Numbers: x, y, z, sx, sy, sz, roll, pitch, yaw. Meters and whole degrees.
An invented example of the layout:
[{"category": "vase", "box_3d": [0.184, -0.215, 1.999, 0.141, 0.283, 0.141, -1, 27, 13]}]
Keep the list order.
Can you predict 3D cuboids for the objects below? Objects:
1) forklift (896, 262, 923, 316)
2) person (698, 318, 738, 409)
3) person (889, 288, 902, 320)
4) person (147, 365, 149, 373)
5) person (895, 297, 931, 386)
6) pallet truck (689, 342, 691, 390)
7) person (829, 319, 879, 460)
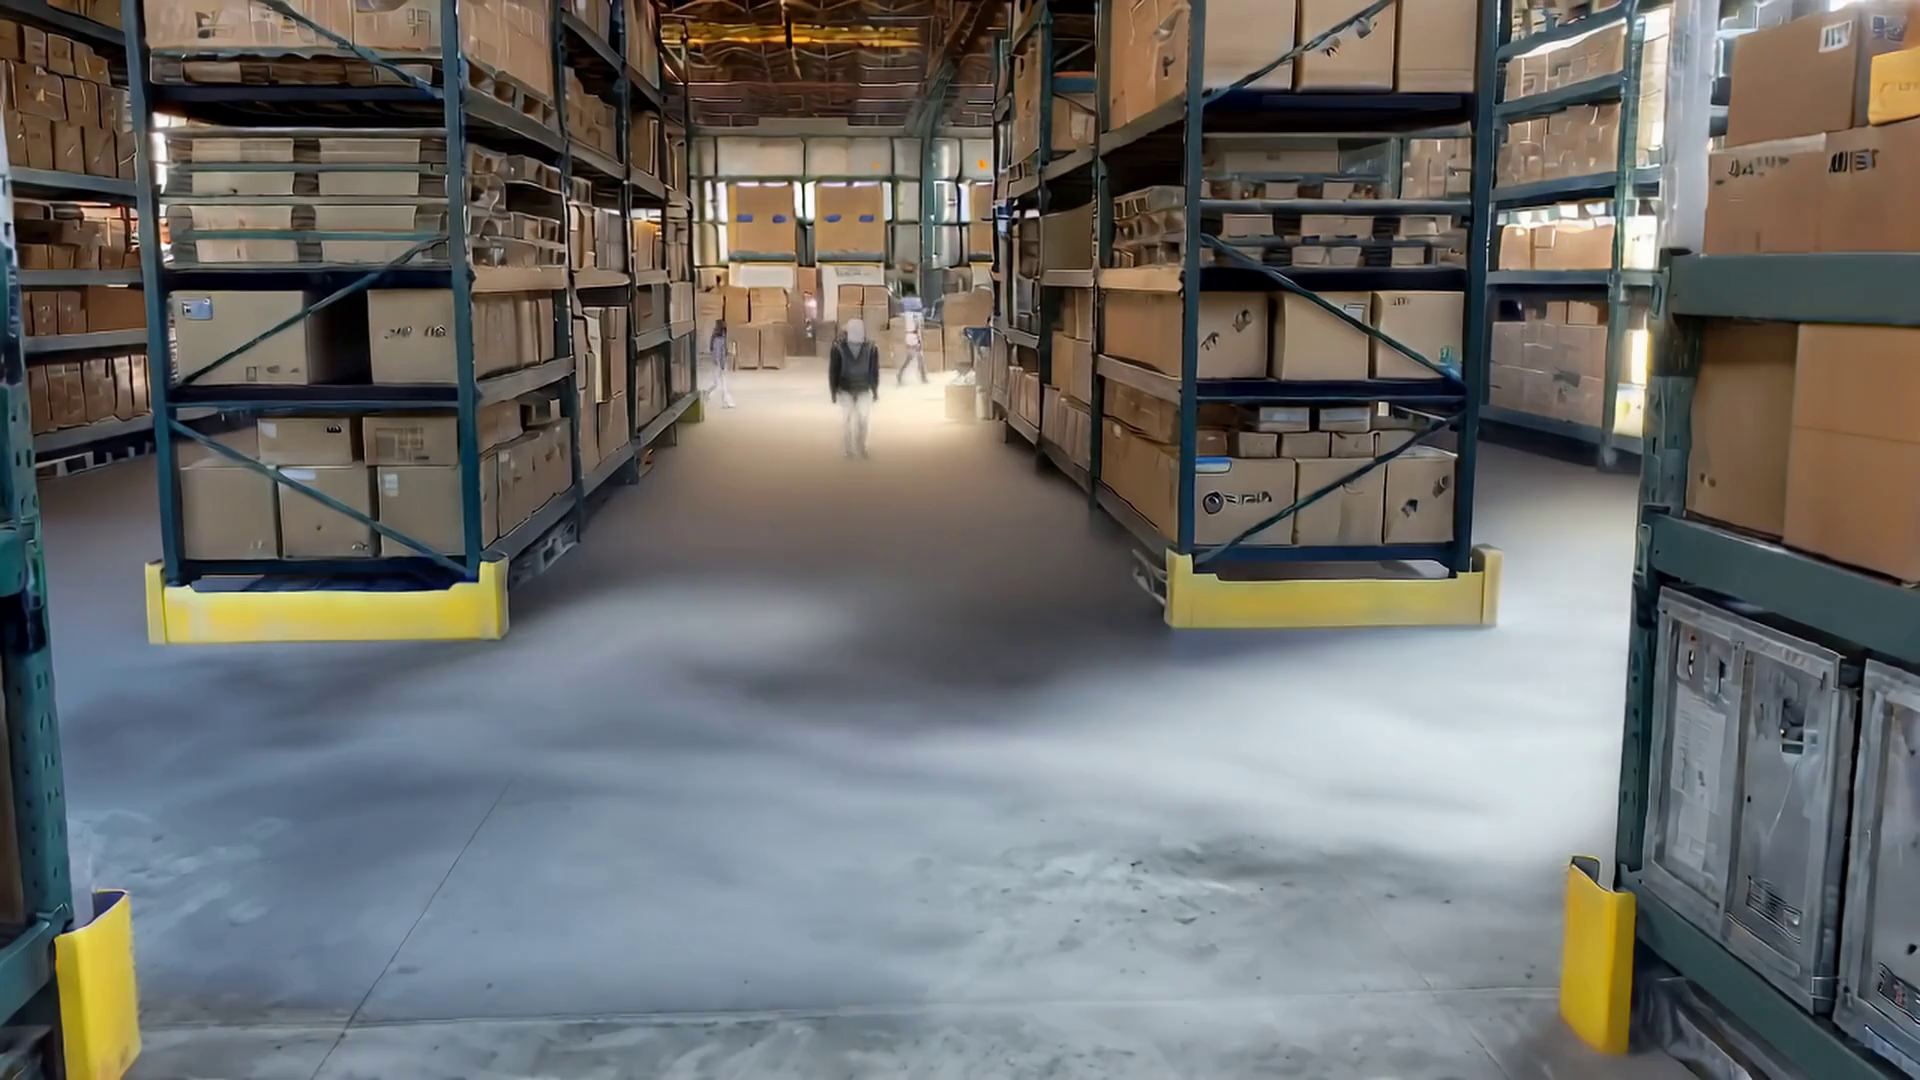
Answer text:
[{"category": "forklift", "box_3d": [-1.894, -8.807, 61.131, 1.129, 2.768, 1.873, -1, 9, -4]}, {"category": "person", "box_3d": [-4.336, -3.112, 29.355, 0.708, 1.617, 0.525, -2, 9, -12]}, {"category": "person", "box_3d": [-2.302, -7.827, 57.979, 0.635, 1.928, 0.383, 4, 10, 22]}, {"category": "person", "box_3d": [-18.230, -4.571, 37.759, 0.529, 1.851, 0.619, 8, 12, 41]}, {"category": "person", "box_3d": [-1.011, -4.202, 35.288, 0.549, 1.914, 0.908, 8, 12, 40]}, {"category": "pallet truck", "box_3d": [-5.225, -3.008, 27.480, 1.885, 1.965, 0.823, 2, 9, 14]}, {"category": "person", "box_3d": [-1.375, -1.964, 21.569, 0.644, 1.802, 0.956, -2, 9, -11]}]
